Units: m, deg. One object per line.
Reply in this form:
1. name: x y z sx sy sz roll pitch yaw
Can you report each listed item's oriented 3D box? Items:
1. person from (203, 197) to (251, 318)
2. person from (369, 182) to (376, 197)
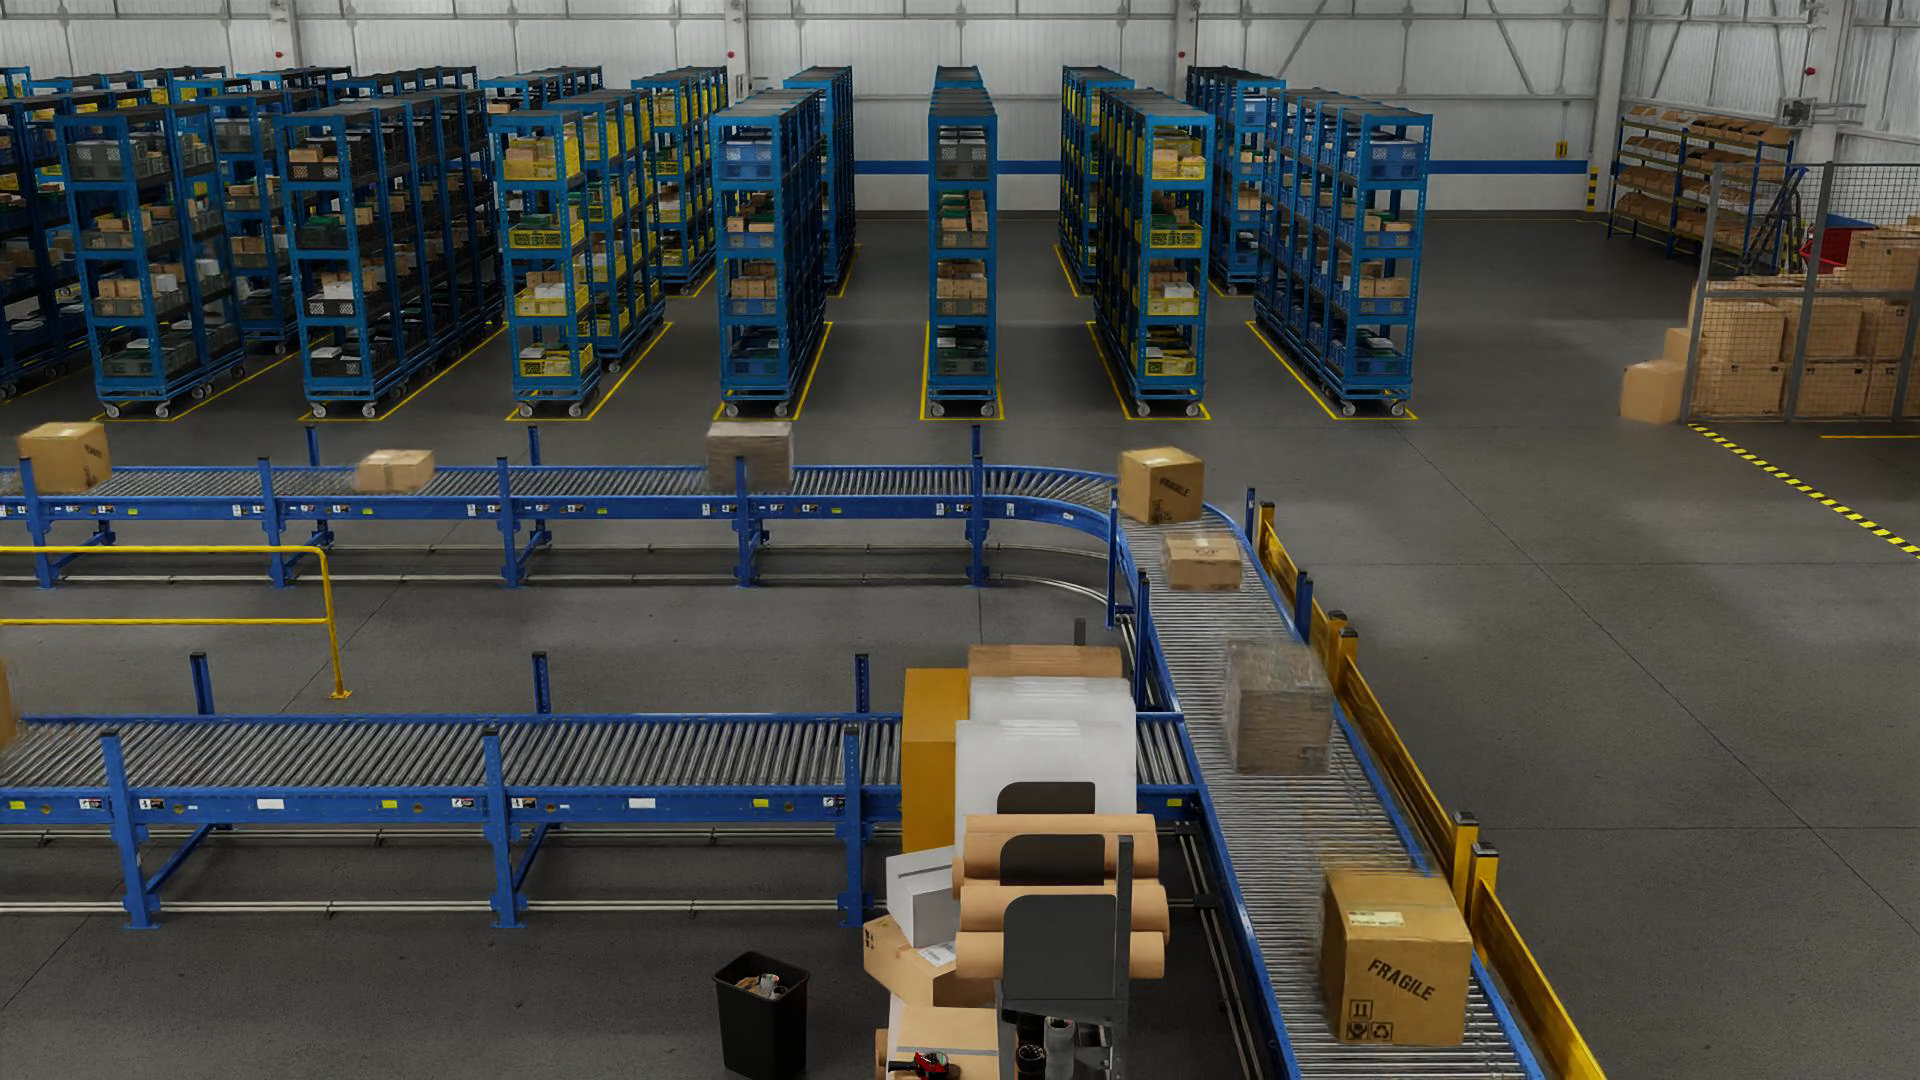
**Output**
1. person: -11.554 -4.453 26.240 1.101 1.915 0.618 0 18 -1
2. person: -12.751 -7.588 36.015 0.386 1.849 0.567 16 24 39
